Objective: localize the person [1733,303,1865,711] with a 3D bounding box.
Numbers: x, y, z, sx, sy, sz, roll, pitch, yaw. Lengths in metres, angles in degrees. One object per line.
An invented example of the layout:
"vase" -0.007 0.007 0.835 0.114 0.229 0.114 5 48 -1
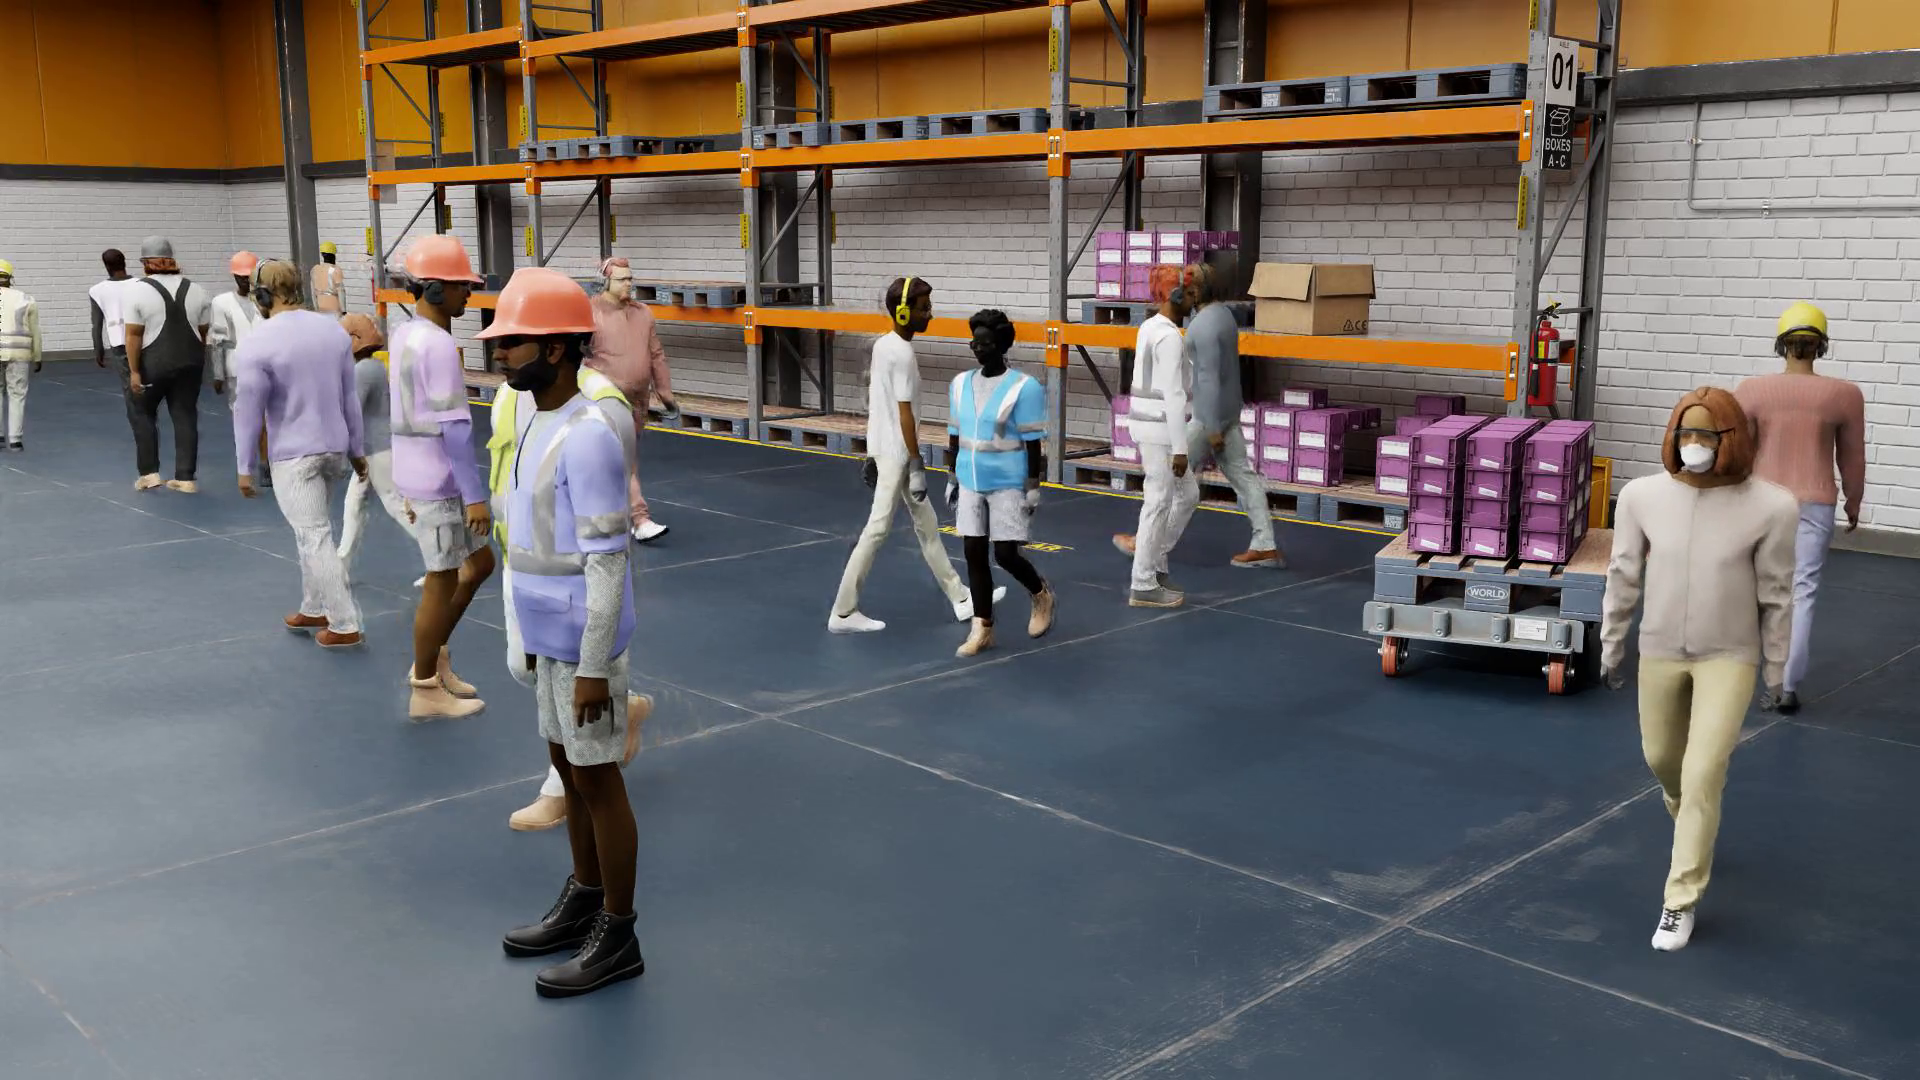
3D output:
"person" 3.647 -0.167 7.301 0.561 1.716 0.889 5 11 23

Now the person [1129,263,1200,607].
"person" 1.134 -0.554 9.032 0.491 1.866 0.613 -1 10 -3

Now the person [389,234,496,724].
"person" -2.150 -0.238 6.904 0.475 2.026 0.622 -4 11 -23

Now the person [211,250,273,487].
"person" -5.804 -1.402 13.582 0.562 1.912 0.774 -6 12 -29

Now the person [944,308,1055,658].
"person" 0.192 -0.275 8.026 0.539 1.685 0.451 8 13 37

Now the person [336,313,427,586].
"person" -3.344 -0.504 9.546 0.869 1.586 0.511 -2 11 -9

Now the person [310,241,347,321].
"person" -9.294 -3.433 24.572 0.586 1.928 0.380 5 11 24

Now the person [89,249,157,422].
"person" -8.101 -1.875 16.196 0.622 1.878 0.871 -7 12 -32

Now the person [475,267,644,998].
"person" -1.062 0.251 4.451 0.372 1.939 0.544 -5 12 -27

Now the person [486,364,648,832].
"person" -1.345 0.061 5.787 0.643 1.827 0.622 8 13 36

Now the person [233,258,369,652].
"person" -3.268 -0.400 8.092 0.811 1.904 0.646 5 12 26

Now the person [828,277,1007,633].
"person" -0.237 -0.421 8.470 0.982 1.805 0.530 -2 11 -12

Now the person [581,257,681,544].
"person" -2.147 -0.914 10.999 0.907 1.873 0.654 7 13 34

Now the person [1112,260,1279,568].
"person" 1.482 -0.750 10.111 1.058 1.868 0.652 5 11 25

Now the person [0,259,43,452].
"person" -8.985 -1.739 15.697 0.598 1.804 0.628 -4 11 -20

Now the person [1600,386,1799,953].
"person" 2.195 0.332 4.937 0.509 1.606 0.765 8 13 37

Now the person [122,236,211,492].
"person" -6.294 -1.390 13.124 0.632 2.000 0.698 8 13 37
